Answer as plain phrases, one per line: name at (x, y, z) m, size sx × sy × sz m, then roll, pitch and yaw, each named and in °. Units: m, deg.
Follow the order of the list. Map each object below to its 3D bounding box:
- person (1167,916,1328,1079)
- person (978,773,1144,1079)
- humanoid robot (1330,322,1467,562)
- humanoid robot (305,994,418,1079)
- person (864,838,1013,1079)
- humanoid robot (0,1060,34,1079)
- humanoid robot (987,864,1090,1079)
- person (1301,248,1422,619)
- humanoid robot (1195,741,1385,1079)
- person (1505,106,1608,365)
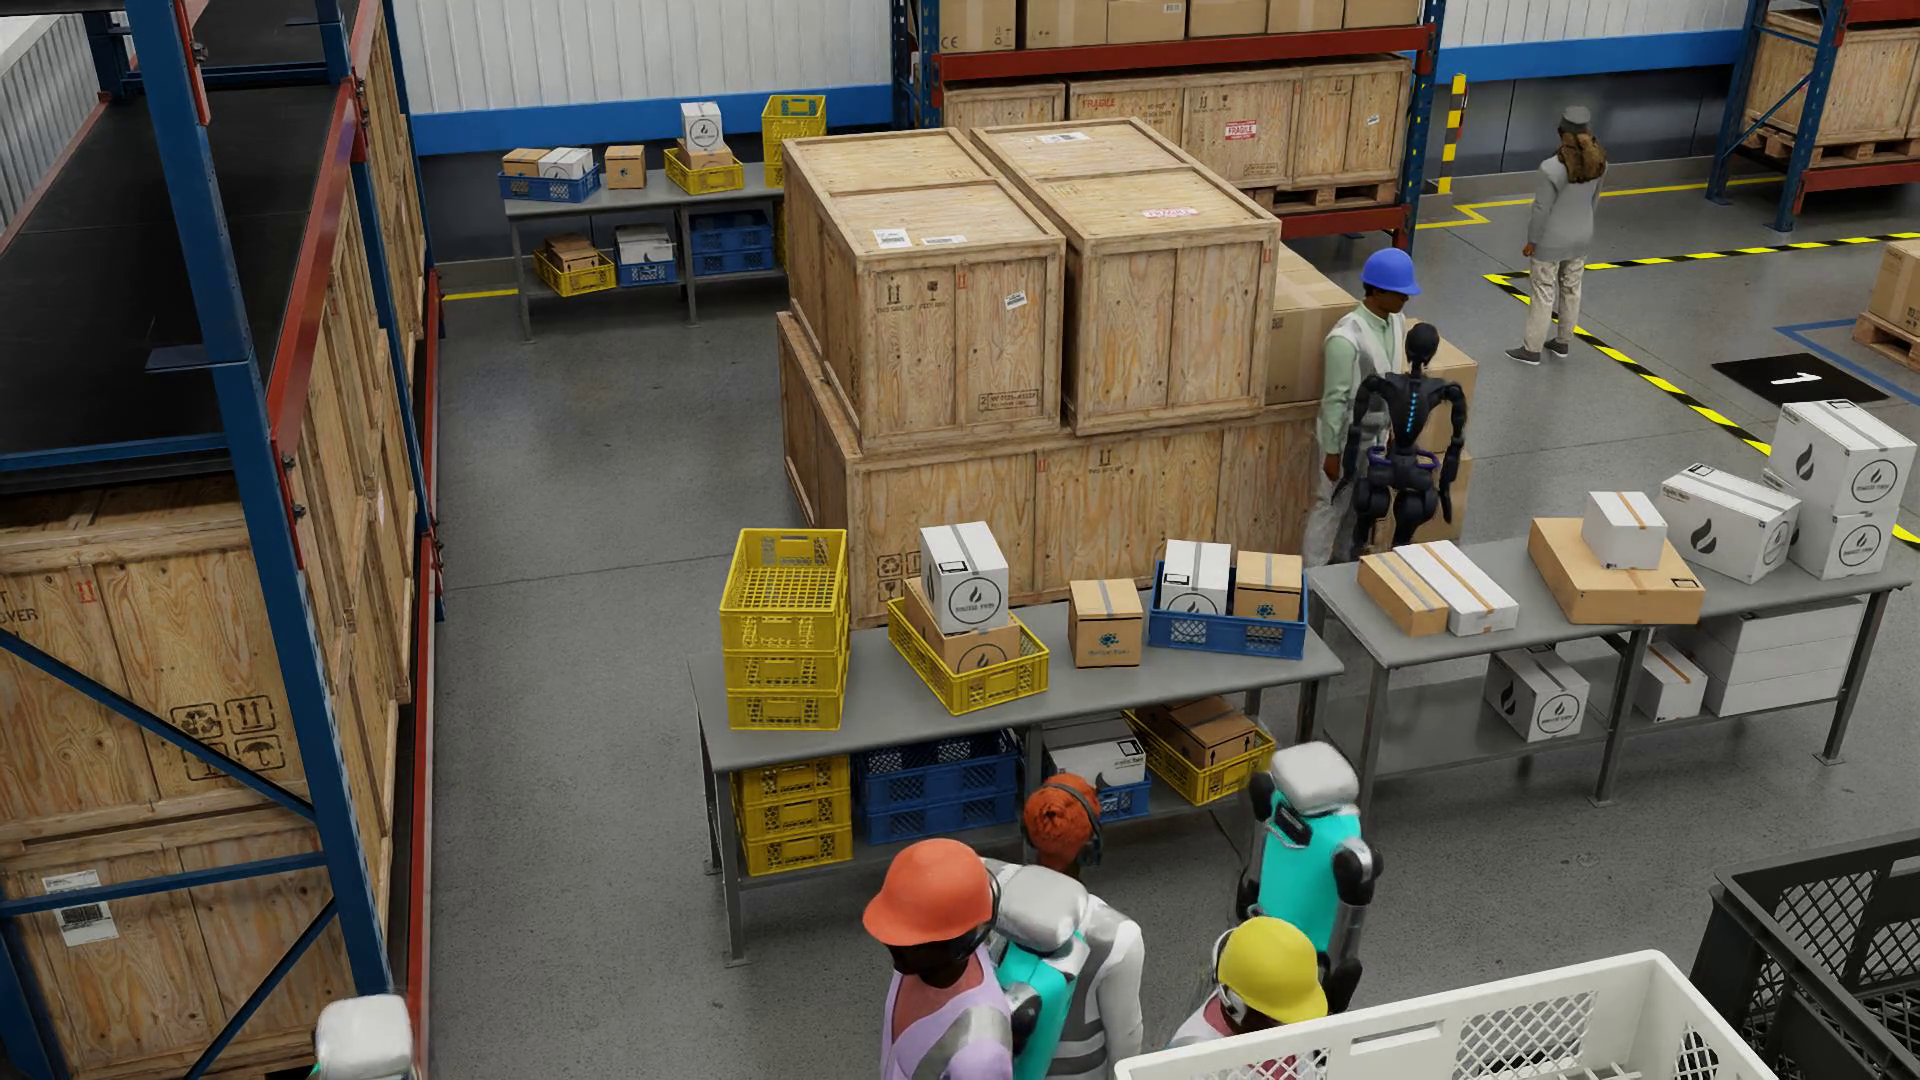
person at (0.728, 1.710, 4.395) m, size 0.404 × 1.827 × 0.599 m, roll 20°, pitch 35°, yaw 32°
person at (0.254, 1.477, 4.771) m, size 0.572 × 1.877 × 0.339 m, roll 18°, pitch 34°, yaw 29°
humanoid robot at (2.136, -0.288, 8.177) m, size 0.589 × 1.645 × 0.381 m, roll 5°, pitch 29°, yaw 9°
humanoid robot at (-1.164, 1.842, 4.350) m, size 0.806 × 1.877 × 0.551 m, roll -15°, pitch 32°, yaw -25°
person at (-0.062, 1.606, 4.360) m, size 0.364 × 2.048 × 0.607 m, roll -8°, pitch 30°, yaw -15°
humanoid robot at (-2.183, 1.929, 4.140) m, size 0.315 × 1.657 × 0.599 m, roll 7°, pitch 30°, yaw 13°
humanoid robot at (-0.086, 1.602, 4.690) m, size 0.854 × 1.755 × 0.561 m, roll 11°, pitch 31°, yaw 19°
person at (2.012, -0.542, 8.376) m, size 0.414 × 1.937 × 0.614 m, roll 25°, pitch 38°, yaw 38°
humanoid robot at (0.756, 1.459, 4.995) m, size 0.998 × 1.772 × 0.547 m, roll -13°, pitch 31°, yaw -22°
person at (4.069, -2.052, 11.291) m, size 0.564 × 1.762 × 0.405 m, roll -13°, pitch 31°, yaw -22°
